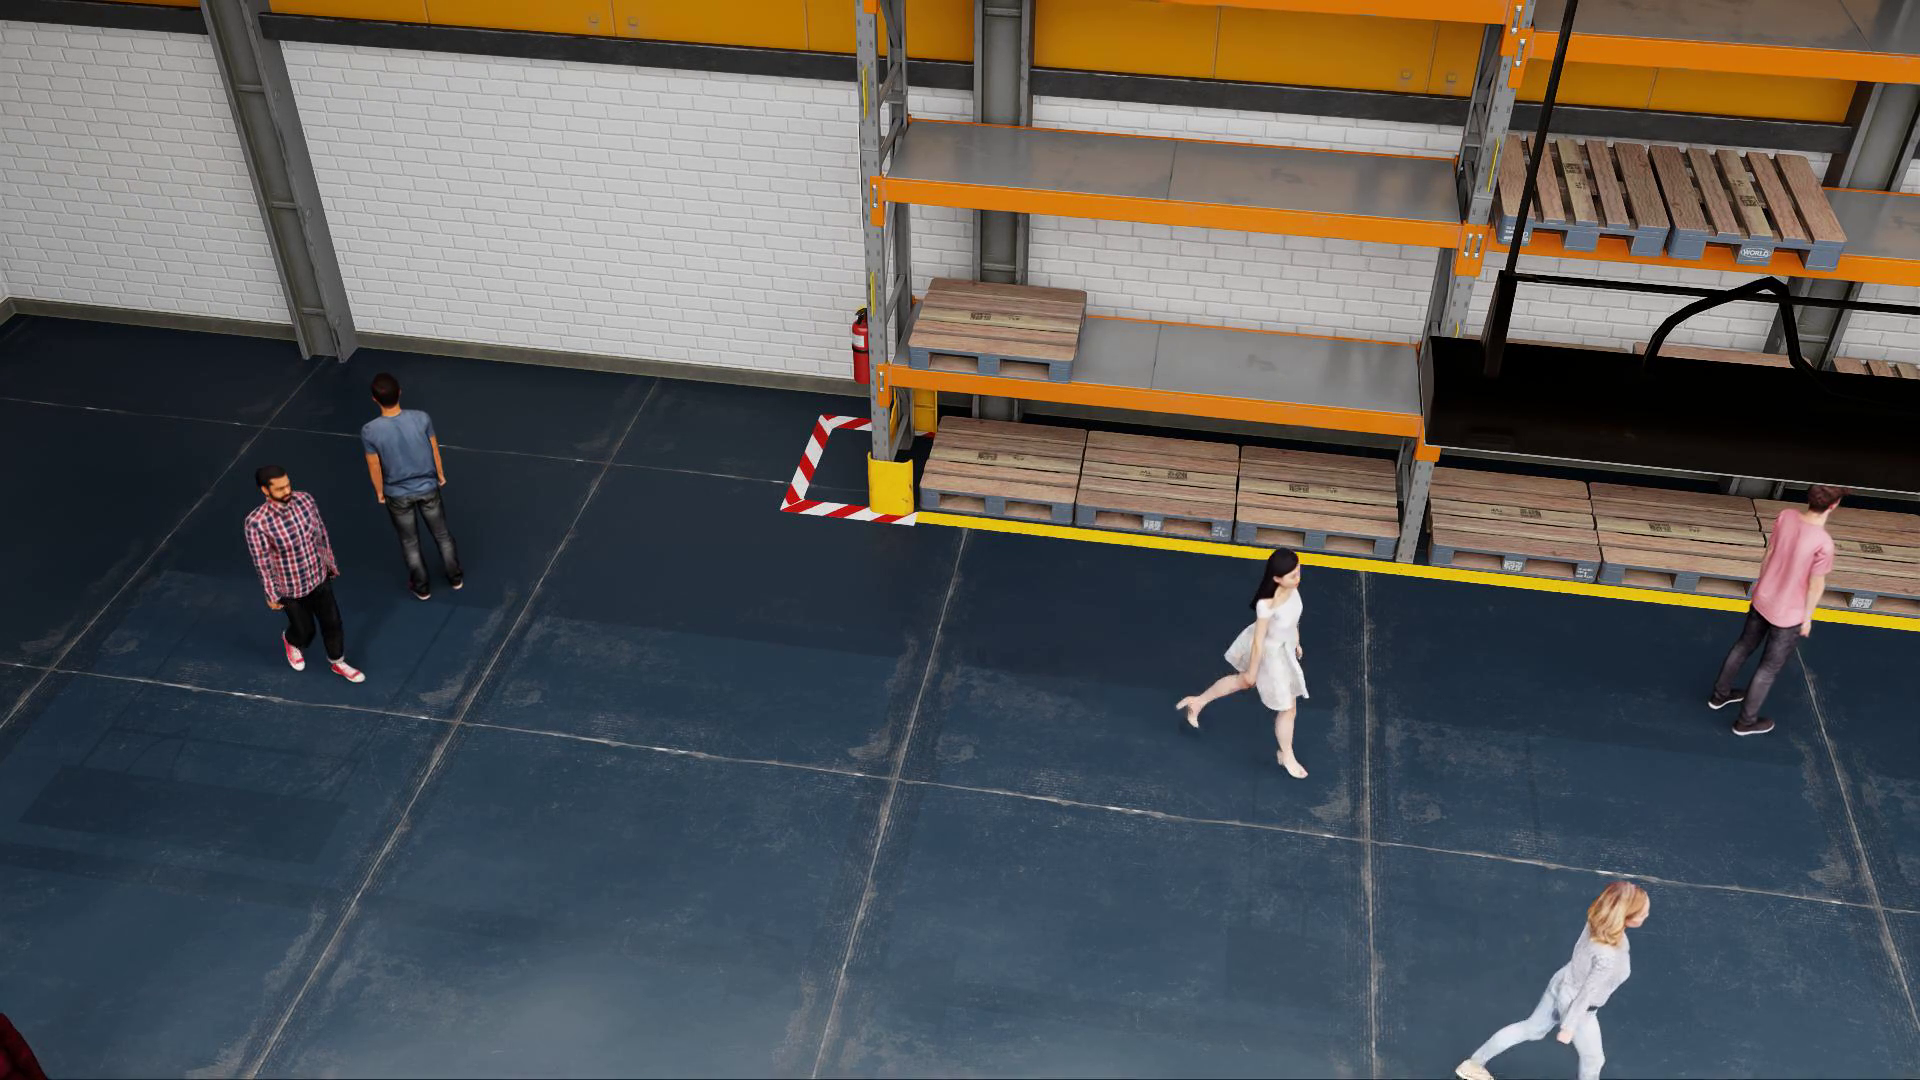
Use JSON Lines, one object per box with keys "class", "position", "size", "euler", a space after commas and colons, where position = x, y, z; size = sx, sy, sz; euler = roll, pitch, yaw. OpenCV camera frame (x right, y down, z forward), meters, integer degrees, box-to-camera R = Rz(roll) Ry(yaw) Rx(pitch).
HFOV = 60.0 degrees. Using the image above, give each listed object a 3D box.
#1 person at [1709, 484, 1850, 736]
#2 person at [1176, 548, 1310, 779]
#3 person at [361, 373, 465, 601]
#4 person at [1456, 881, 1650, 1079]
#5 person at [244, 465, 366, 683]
{"class": "person", "position": [5.212, 0.410, 10.598], "size": [0.714, 1.957, 0.710], "euler": [-12, 40, -15]}
{"class": "person", "position": [1.844, 0.721, 10.382], "size": [1.223, 1.740, 0.857], "euler": [19, 42, 22]}
{"class": "person", "position": [-3.856, -0.371, 11.697], "size": [0.683, 1.806, 0.772], "euler": [-19, 42, -22]}
{"class": "person", "position": [3.010, 2.311, 8.377], "size": [1.181, 1.757, 0.712], "euler": [11, 40, 13]}
{"class": "person", "position": [-4.402, 0.230, 10.992], "size": [0.977, 1.745, 0.891], "euler": [24, 45, 27]}
